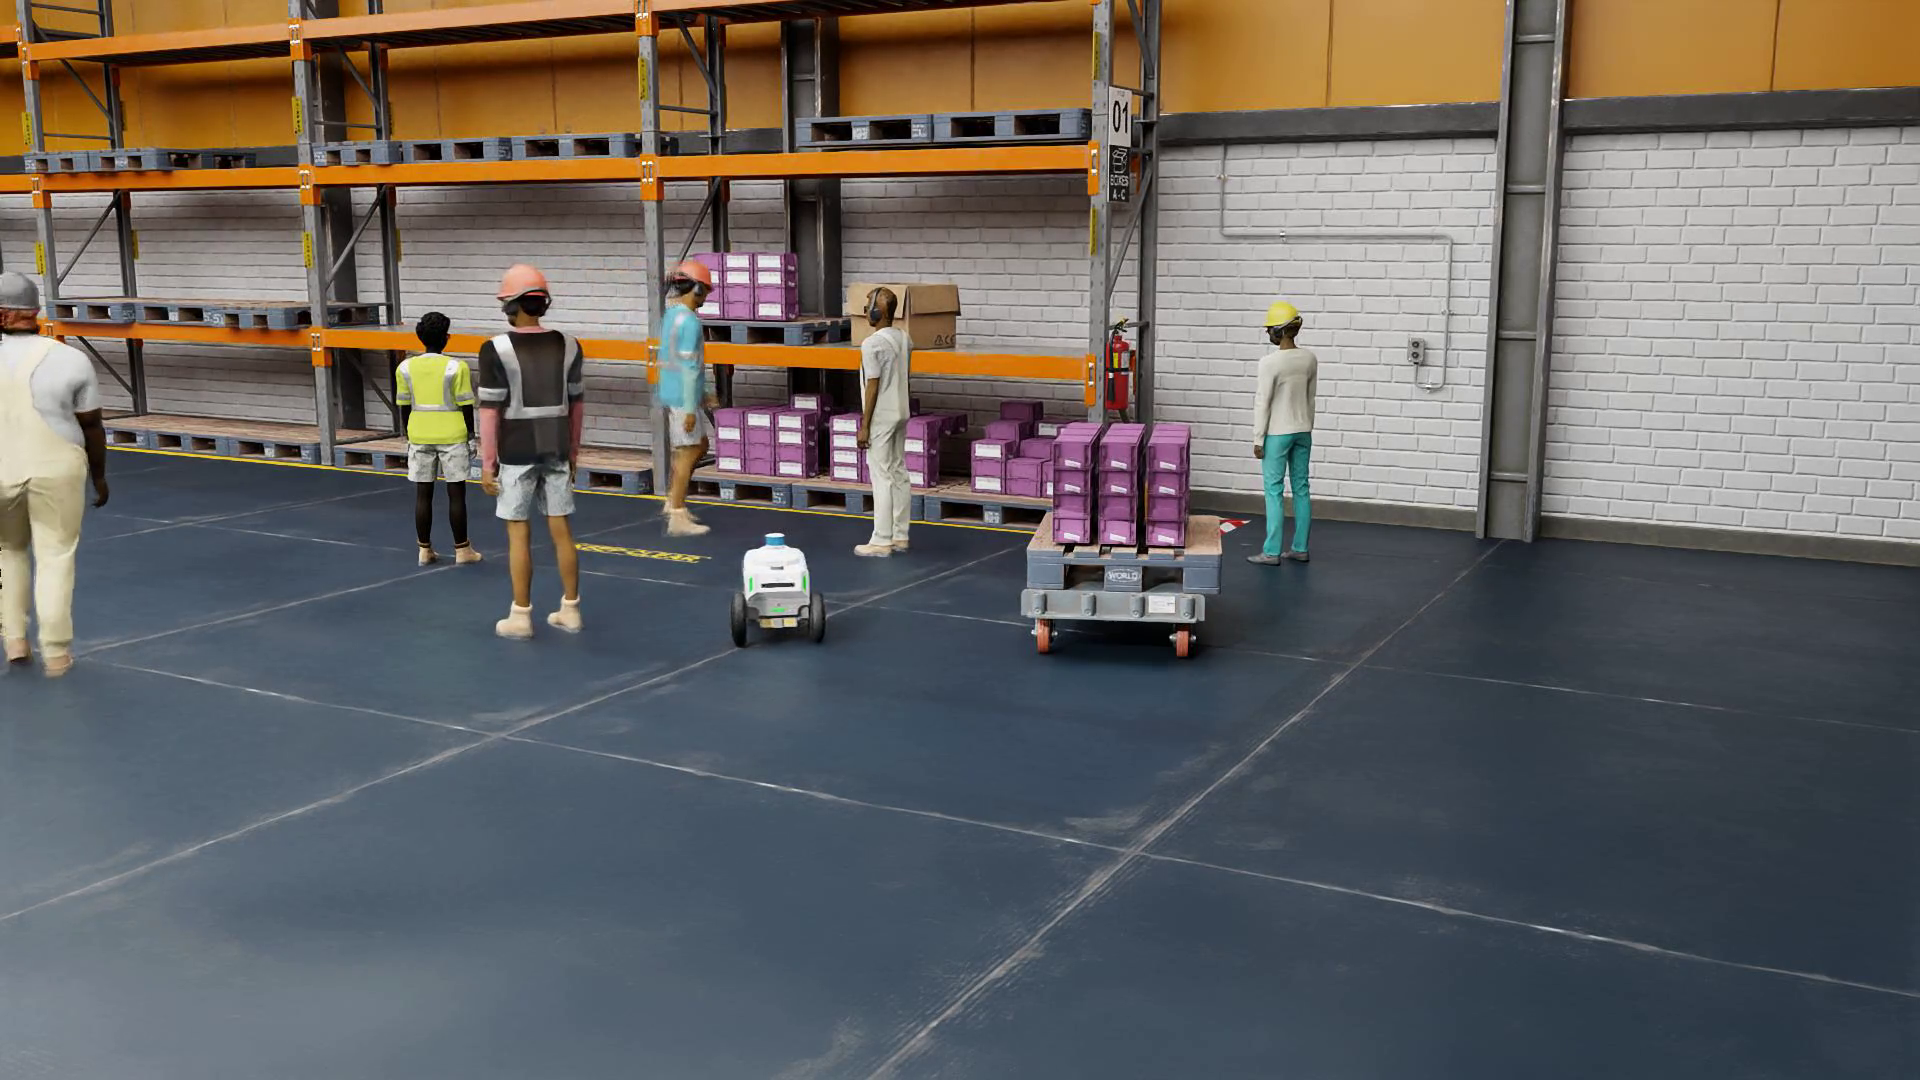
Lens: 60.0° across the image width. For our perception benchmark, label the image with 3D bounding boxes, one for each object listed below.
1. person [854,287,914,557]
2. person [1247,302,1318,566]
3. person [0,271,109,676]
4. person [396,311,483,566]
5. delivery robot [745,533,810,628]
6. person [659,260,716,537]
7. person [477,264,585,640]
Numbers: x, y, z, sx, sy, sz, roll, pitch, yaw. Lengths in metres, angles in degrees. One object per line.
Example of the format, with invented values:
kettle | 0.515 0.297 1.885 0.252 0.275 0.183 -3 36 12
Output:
person | -0.524 -0.803 11.412 0.345 1.846 0.508 6 12 30
person | 2.153 -0.703 11.109 0.524 1.761 0.338 -7 12 -33
person | -4.660 -0.347 8.376 0.695 2.000 0.599 -4 11 -20
person | -3.456 -0.662 11.047 0.535 1.697 0.318 1 10 8
delivery robot | -1.012 0.207 9.157 0.477 0.478 0.707 -1 10 -8
person | -2.015 -1.045 12.272 0.505 2.008 0.621 -4 11 -22
person | -2.343 -0.471 9.067 0.610 2.037 0.387 -9 14 -41
